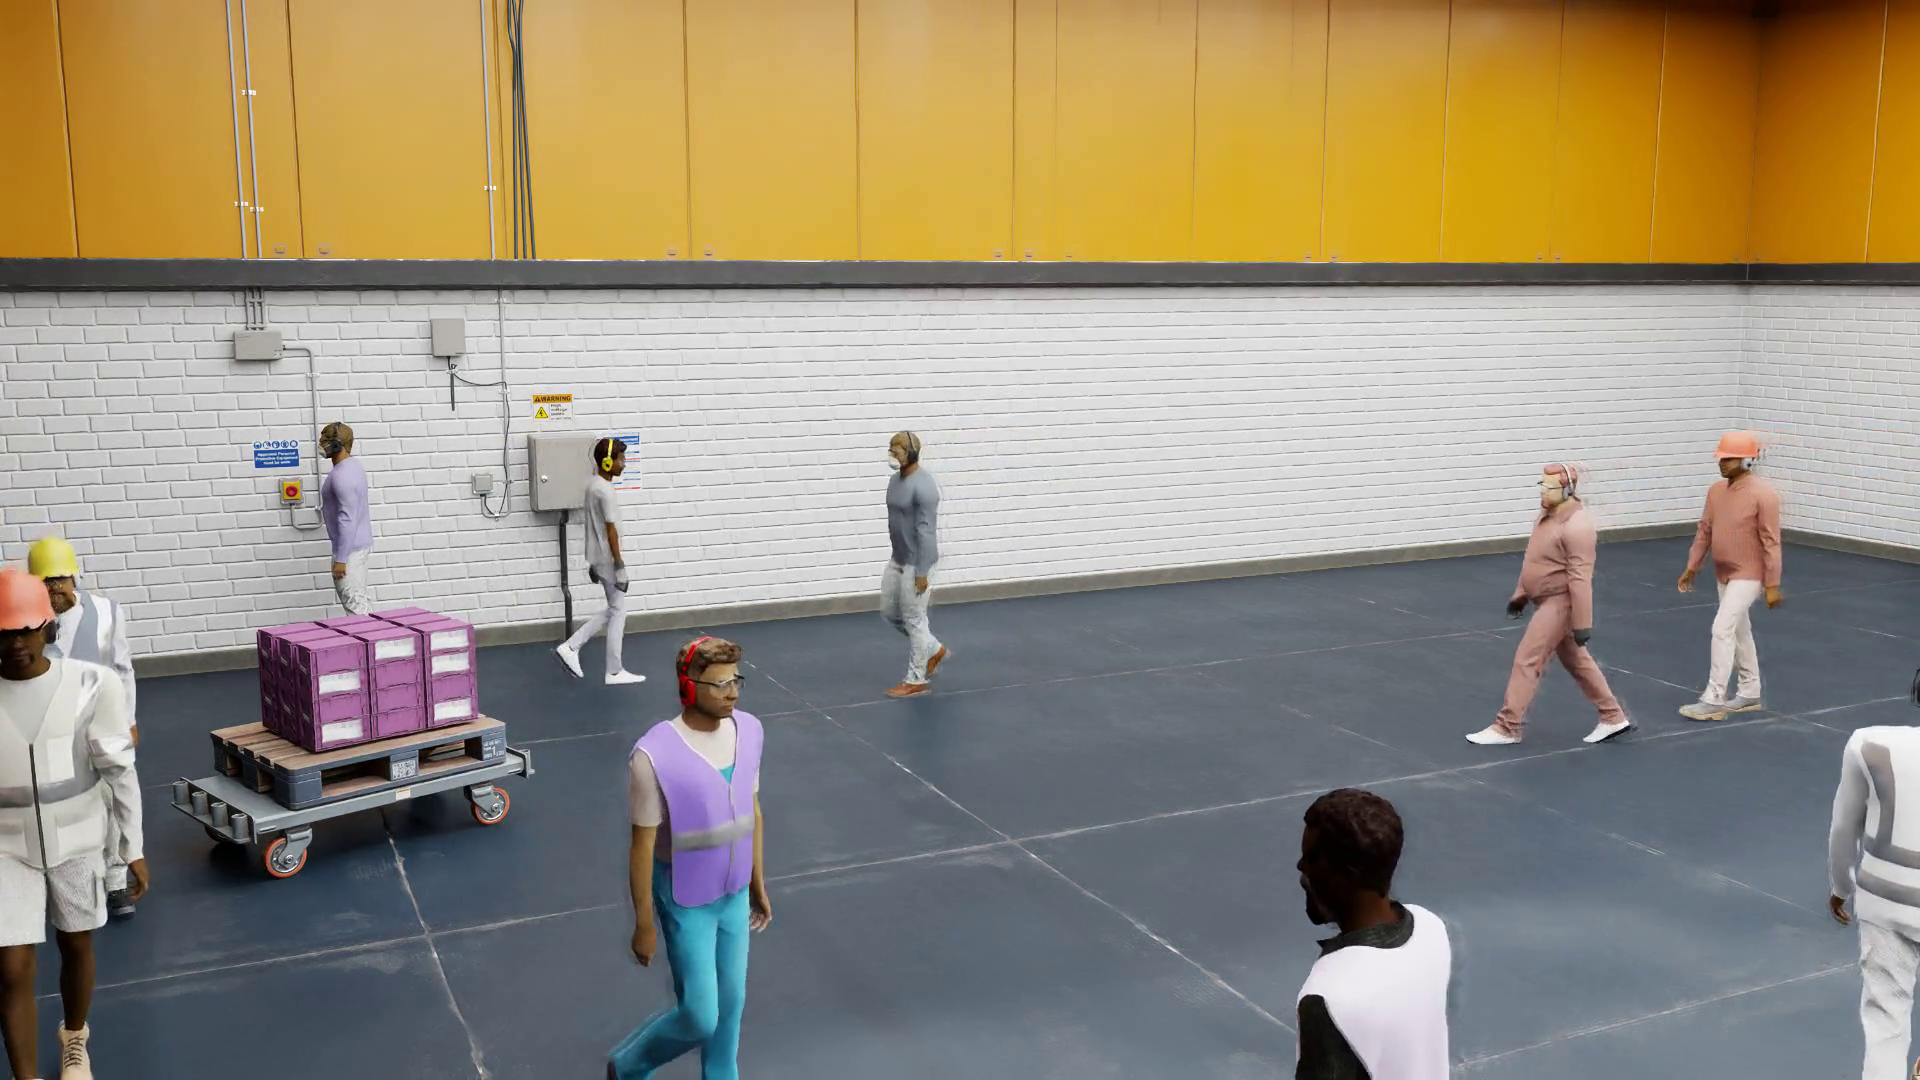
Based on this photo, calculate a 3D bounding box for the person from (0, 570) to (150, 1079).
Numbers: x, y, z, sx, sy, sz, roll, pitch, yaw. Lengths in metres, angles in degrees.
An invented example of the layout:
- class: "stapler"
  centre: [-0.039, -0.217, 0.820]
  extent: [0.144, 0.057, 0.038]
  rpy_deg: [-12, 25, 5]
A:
- class: "person"
  centre: [-3.194, 1.101, 5.813]
  extent: [0.631, 2.002, 0.919]
  rpy_deg: [-5, 10, -29]

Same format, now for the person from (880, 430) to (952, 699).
- class: "person"
  centre: [-0.312, 0.172, 11.857]
  extent: [0.500, 1.928, 0.630]
  rpy_deg: [-5, 10, -28]

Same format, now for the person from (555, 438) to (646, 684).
- class: "person"
  centre: [-2.630, 0.173, 12.154]
  extent: [0.534, 1.837, 0.524]
  rpy_deg: [-4, 10, -22]

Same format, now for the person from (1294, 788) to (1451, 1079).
- class: "person"
  centre: [0.795, 1.481, 3.859]
  extent: [0.841, 1.888, 0.626]
  rpy_deg: [6, 11, 33]

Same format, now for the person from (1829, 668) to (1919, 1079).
- class: "person"
  centre: [3.230, 1.234, 5.578]
  extent: [0.581, 1.822, 1.016]
  rpy_deg: [5, 11, 29]

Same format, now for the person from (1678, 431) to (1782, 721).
- class: "person"
  centre: [5.189, 0.241, 11.318]
  extent: [0.869, 1.962, 0.630]
  rpy_deg: [-1, 9, -8]

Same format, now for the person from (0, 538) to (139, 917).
- class: "person"
  centre: [-4.156, 0.891, 7.763]
  extent: [0.632, 1.800, 0.778]
  rpy_deg: [-6, 11, -35]

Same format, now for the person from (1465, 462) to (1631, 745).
- class: "person"
  centre: [3.825, 0.416, 10.584]
  extent: [1.031, 1.854, 0.644]
  rpy_deg: [1, 9, 8]

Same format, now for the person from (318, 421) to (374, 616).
- class: "person"
  centre: [-4.548, 0.087, 12.345]
  extent: [0.370, 1.940, 0.627]
  rpy_deg: [-2, 9, -13]

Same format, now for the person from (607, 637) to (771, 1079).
- class: "person"
  centre: [-0.919, 1.213, 5.684]
  extent: [0.503, 1.833, 0.568]
  rpy_deg: [6, 11, 32]
